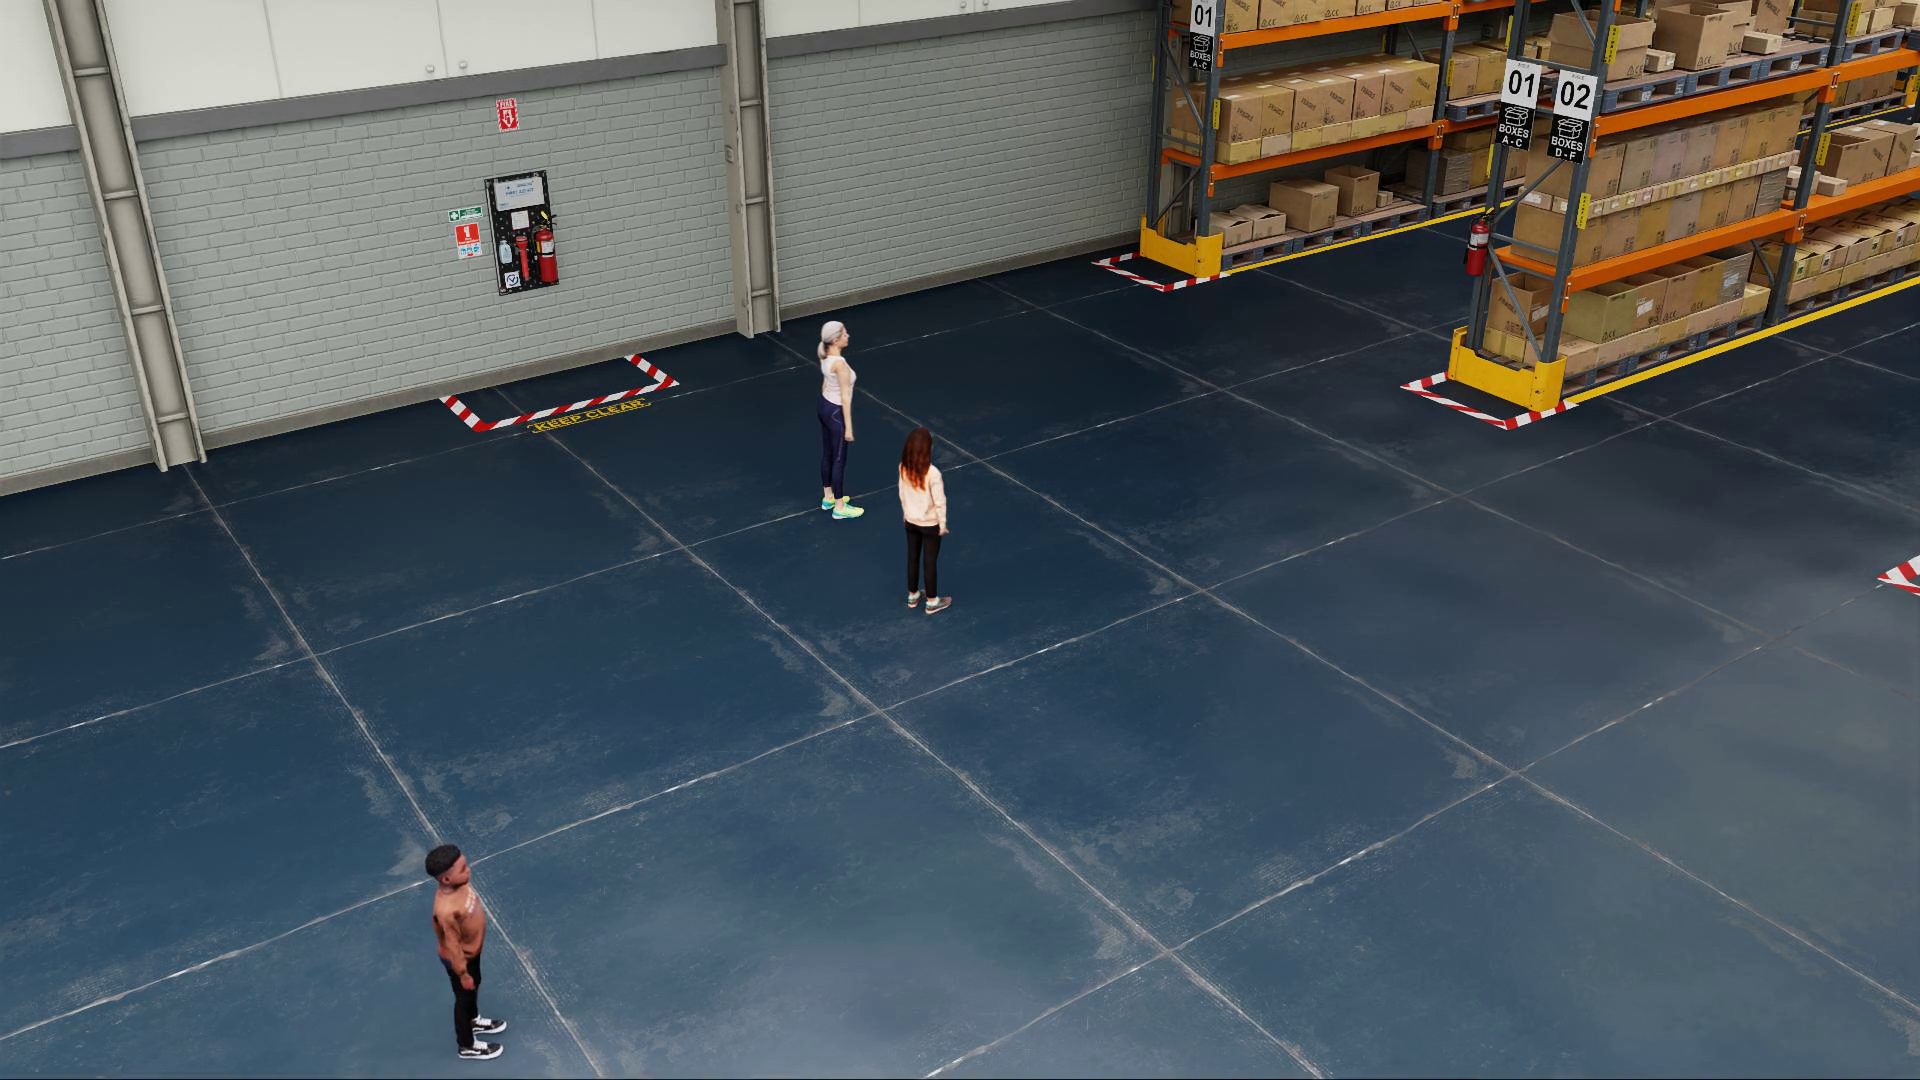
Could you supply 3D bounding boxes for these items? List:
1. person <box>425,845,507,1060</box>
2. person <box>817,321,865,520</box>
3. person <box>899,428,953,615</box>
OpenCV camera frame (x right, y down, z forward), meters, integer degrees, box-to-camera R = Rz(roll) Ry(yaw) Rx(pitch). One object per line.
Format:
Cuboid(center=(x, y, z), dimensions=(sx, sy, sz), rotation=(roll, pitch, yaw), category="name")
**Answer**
Cuboid(center=(-2.538, 2.067, 8.415), dimensions=(0.624, 1.251, 0.598), rotation=(-1, 27, -1), category="person")
Cuboid(center=(-1.052, -1.021, 13.920), dimensions=(0.580, 1.701, 0.623), rotation=(-13, 30, -23), category="person")
Cuboid(center=(-0.279, -0.156, 12.478), dimensions=(0.624, 1.483, 0.602), rotation=(19, 33, 33), category="person")
